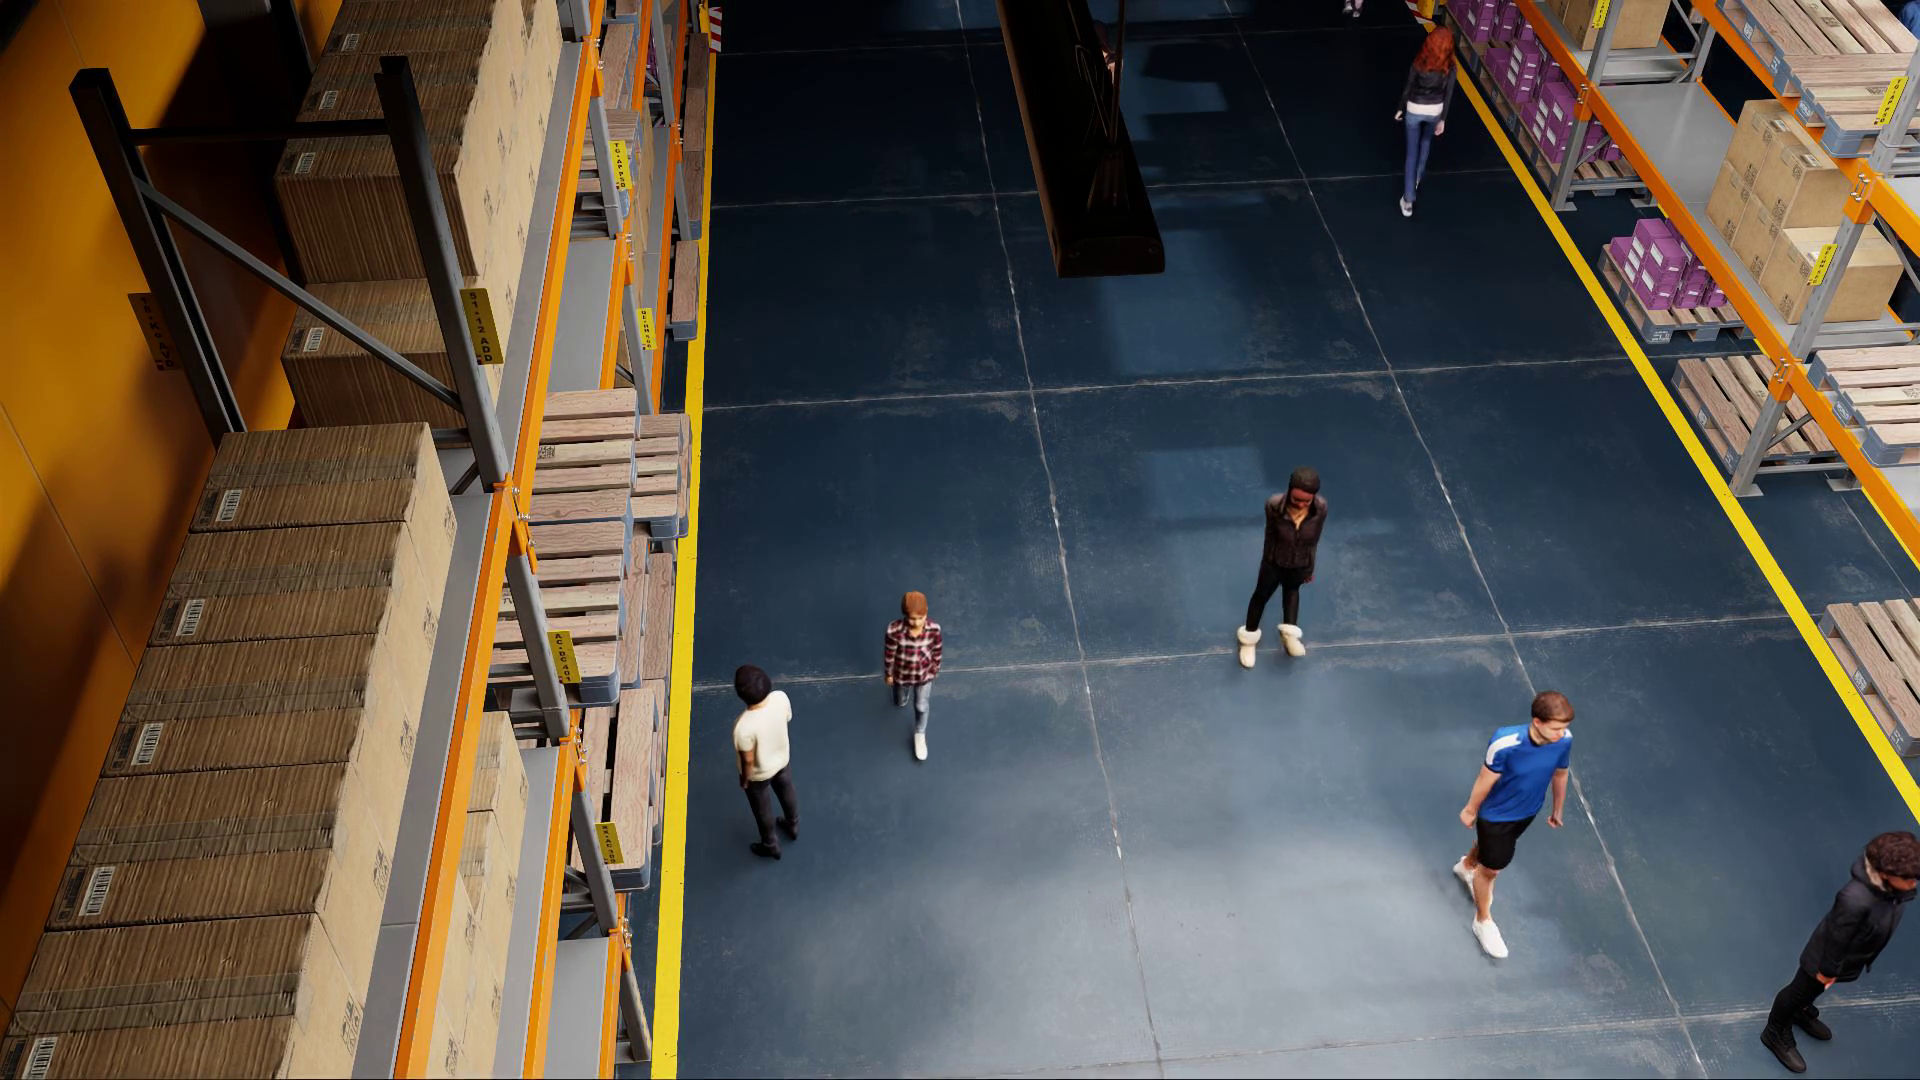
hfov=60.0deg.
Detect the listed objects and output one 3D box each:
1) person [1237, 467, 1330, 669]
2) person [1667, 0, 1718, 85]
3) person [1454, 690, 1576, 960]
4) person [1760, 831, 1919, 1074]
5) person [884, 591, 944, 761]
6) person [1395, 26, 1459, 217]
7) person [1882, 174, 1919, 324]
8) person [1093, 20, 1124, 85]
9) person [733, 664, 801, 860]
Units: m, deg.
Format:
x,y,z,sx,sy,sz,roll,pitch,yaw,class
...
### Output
x,y,z,sx,sy,sz,roll,pitch,yaw,class
2.145,0.223,10.876,0.806,1.657,0.688,-3,44,-3,person
7.458,-5.209,16.485,0.735,1.786,1.148,-12,45,-12,person
3.085,1.439,9.463,0.842,1.847,1.029,-13,45,-14,person
4.659,2.132,8.785,0.736,1.778,0.768,-29,51,-27,person
-0.311,0.774,10.562,0.532,1.294,0.801,-3,44,-3,person
4.162,-3.726,14.943,0.640,1.766,0.912,1,44,1,person
7.515,-2.159,13.299,0.725,1.764,1.231,-6,44,-6,person
1.224,-3.970,15.236,0.762,1.715,0.802,24,49,23,person
-1.148,1.309,9.787,0.702,1.588,0.634,29,51,27,person
